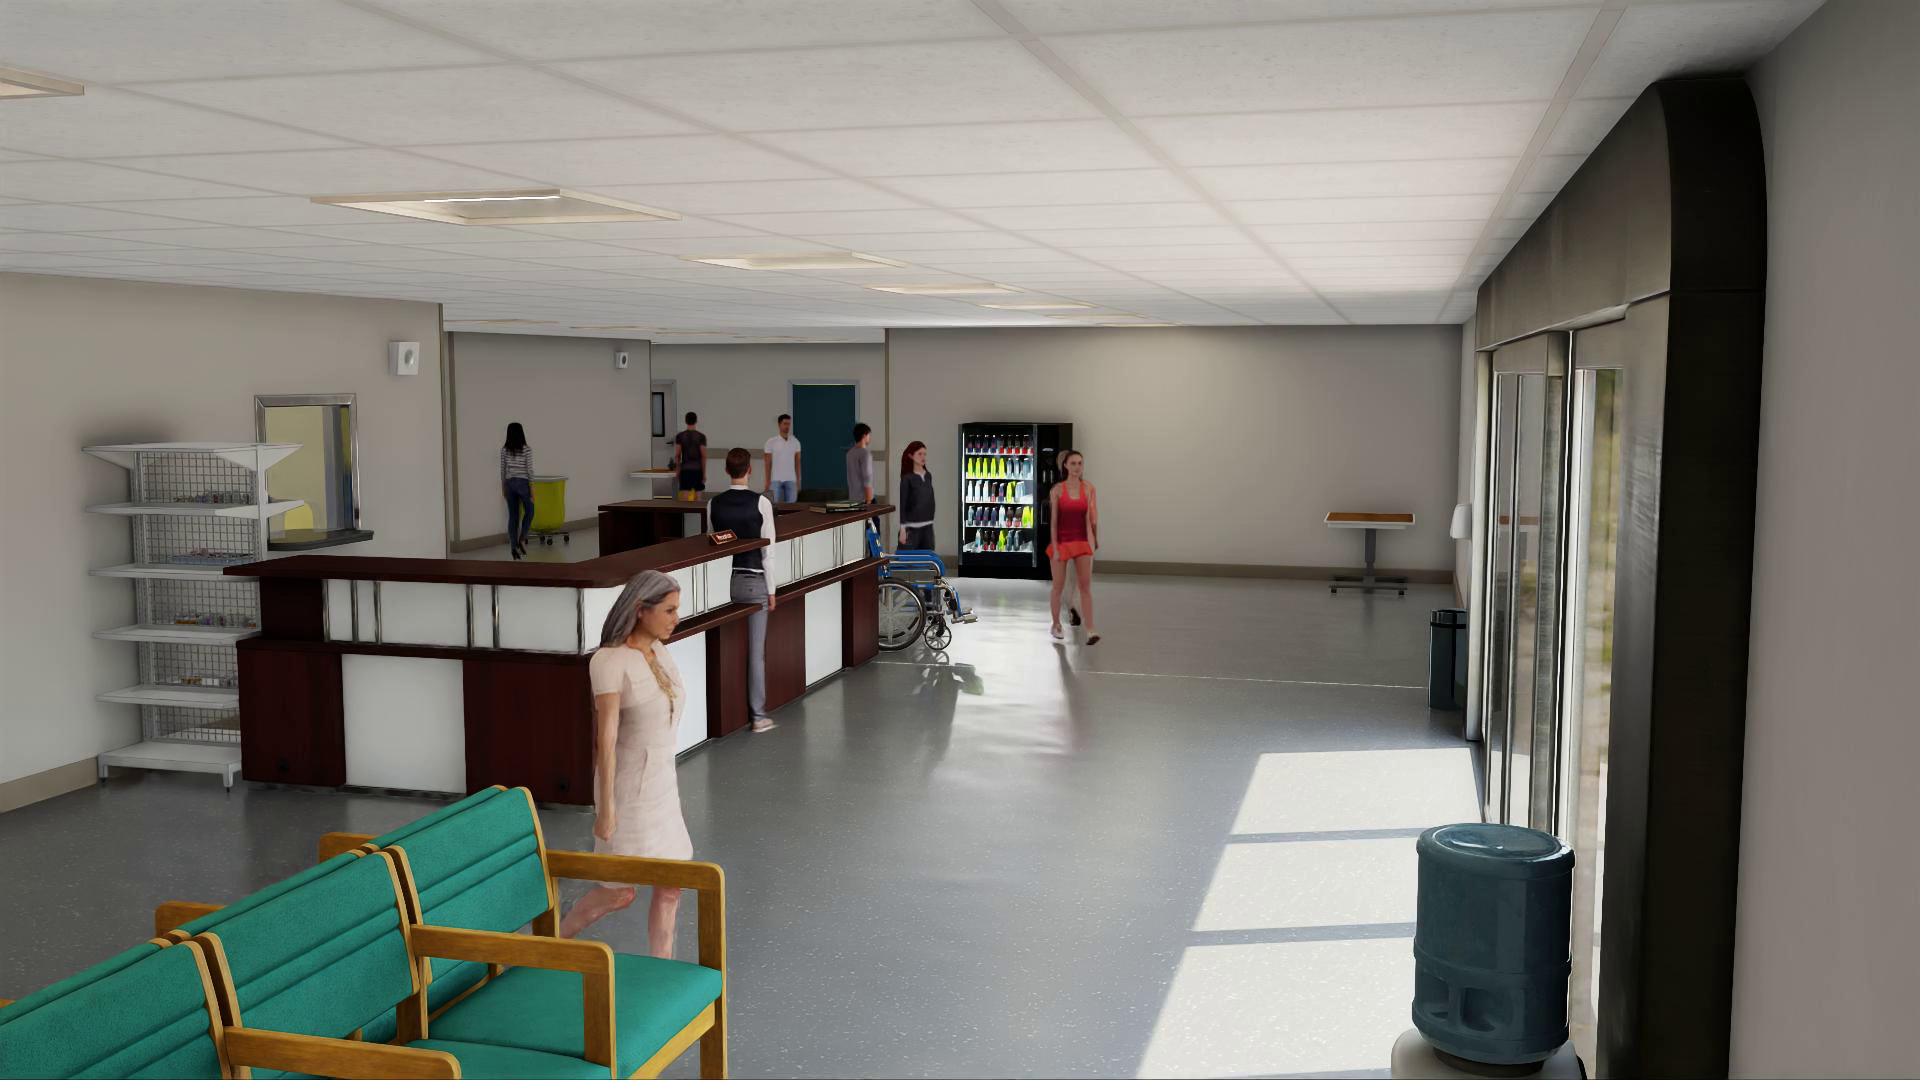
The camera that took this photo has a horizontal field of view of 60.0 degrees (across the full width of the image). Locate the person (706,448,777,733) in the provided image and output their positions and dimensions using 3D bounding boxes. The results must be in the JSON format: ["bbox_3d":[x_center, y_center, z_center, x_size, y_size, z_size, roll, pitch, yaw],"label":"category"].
[{"bbox_3d":[-1.499,0.329,11.369,0.490,1.935,0.702,1,6,14],"label":"person"}]

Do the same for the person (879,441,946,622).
[{"bbox_3d":[-0.487,-0.071,16.247,1.140,1.756,0.920,5,8,43],"label":"person"}]

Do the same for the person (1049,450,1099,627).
[{"bbox_3d":[1.062,0.027,15.640,0.897,1.683,0.665,2,6,18],"label":"person"}]

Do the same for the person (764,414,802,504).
[{"bbox_3d":[-2.501,-0.829,23.303,0.851,1.851,0.917,-2,6,-21],"label":"person"}]

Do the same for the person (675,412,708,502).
[{"bbox_3d":[-4.071,-0.991,25.108,1.196,1.813,0.977,-1,6,-6],"label":"person"}]

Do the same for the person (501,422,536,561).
[{"bbox_3d":[-5.734,-0.613,21.425,0.621,1.781,0.729,0,6,5],"label":"person"}]

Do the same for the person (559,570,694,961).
[{"bbox_3d":[-1.266,0.970,6.096,0.958,1.715,0.665,2,6,18],"label":"person"}]

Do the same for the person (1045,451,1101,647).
[{"bbox_3d":[0.951,0.088,14.919,1.148,1.705,0.975,-1,6,-12],"label":"person"}]
